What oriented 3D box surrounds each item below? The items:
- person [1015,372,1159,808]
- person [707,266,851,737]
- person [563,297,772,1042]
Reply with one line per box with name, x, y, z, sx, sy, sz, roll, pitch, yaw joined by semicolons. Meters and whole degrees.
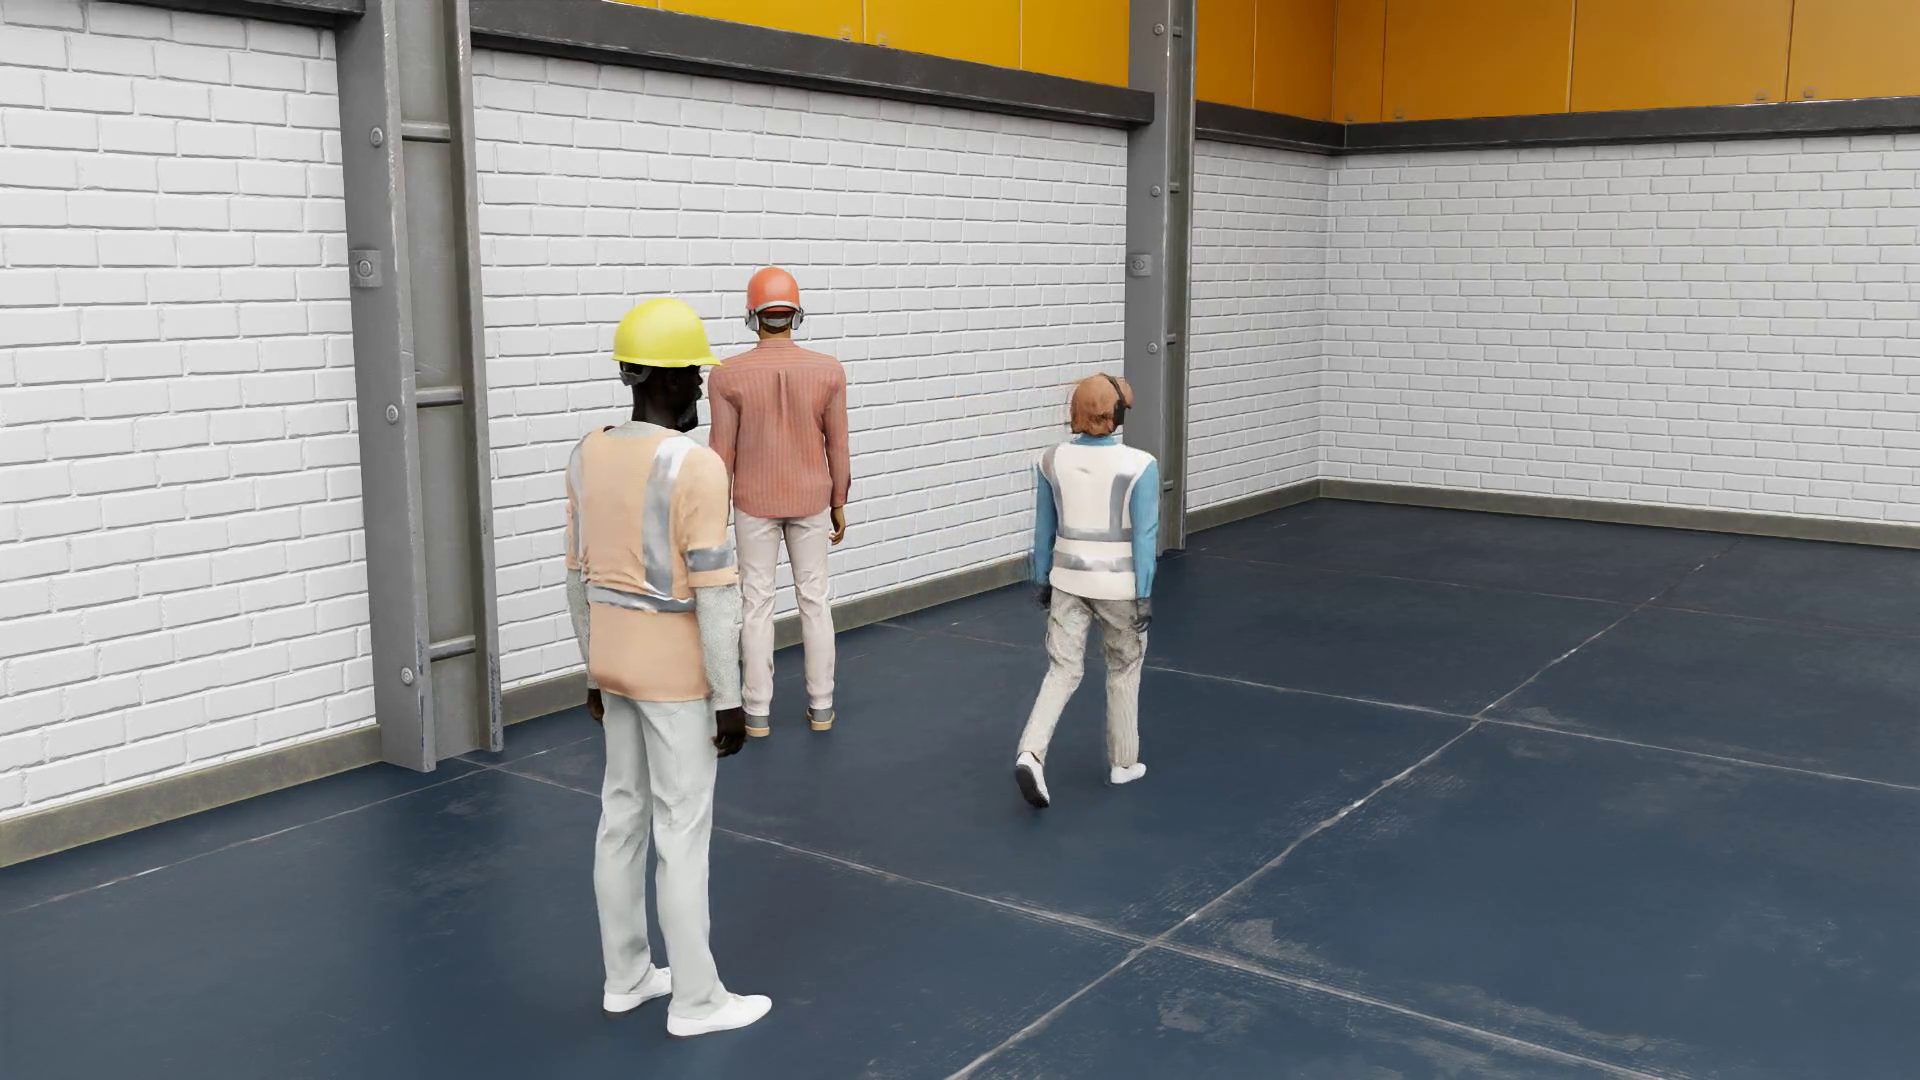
person;0.472;0.188;6.194;0.522;1.616;0.740;6;11;31
person;-0.766;-0.156;7.095;0.609;1.997;0.375;-3;10;-17
person;-0.779;0.338;4.362;0.588;1.928;0.383;8;13;40
